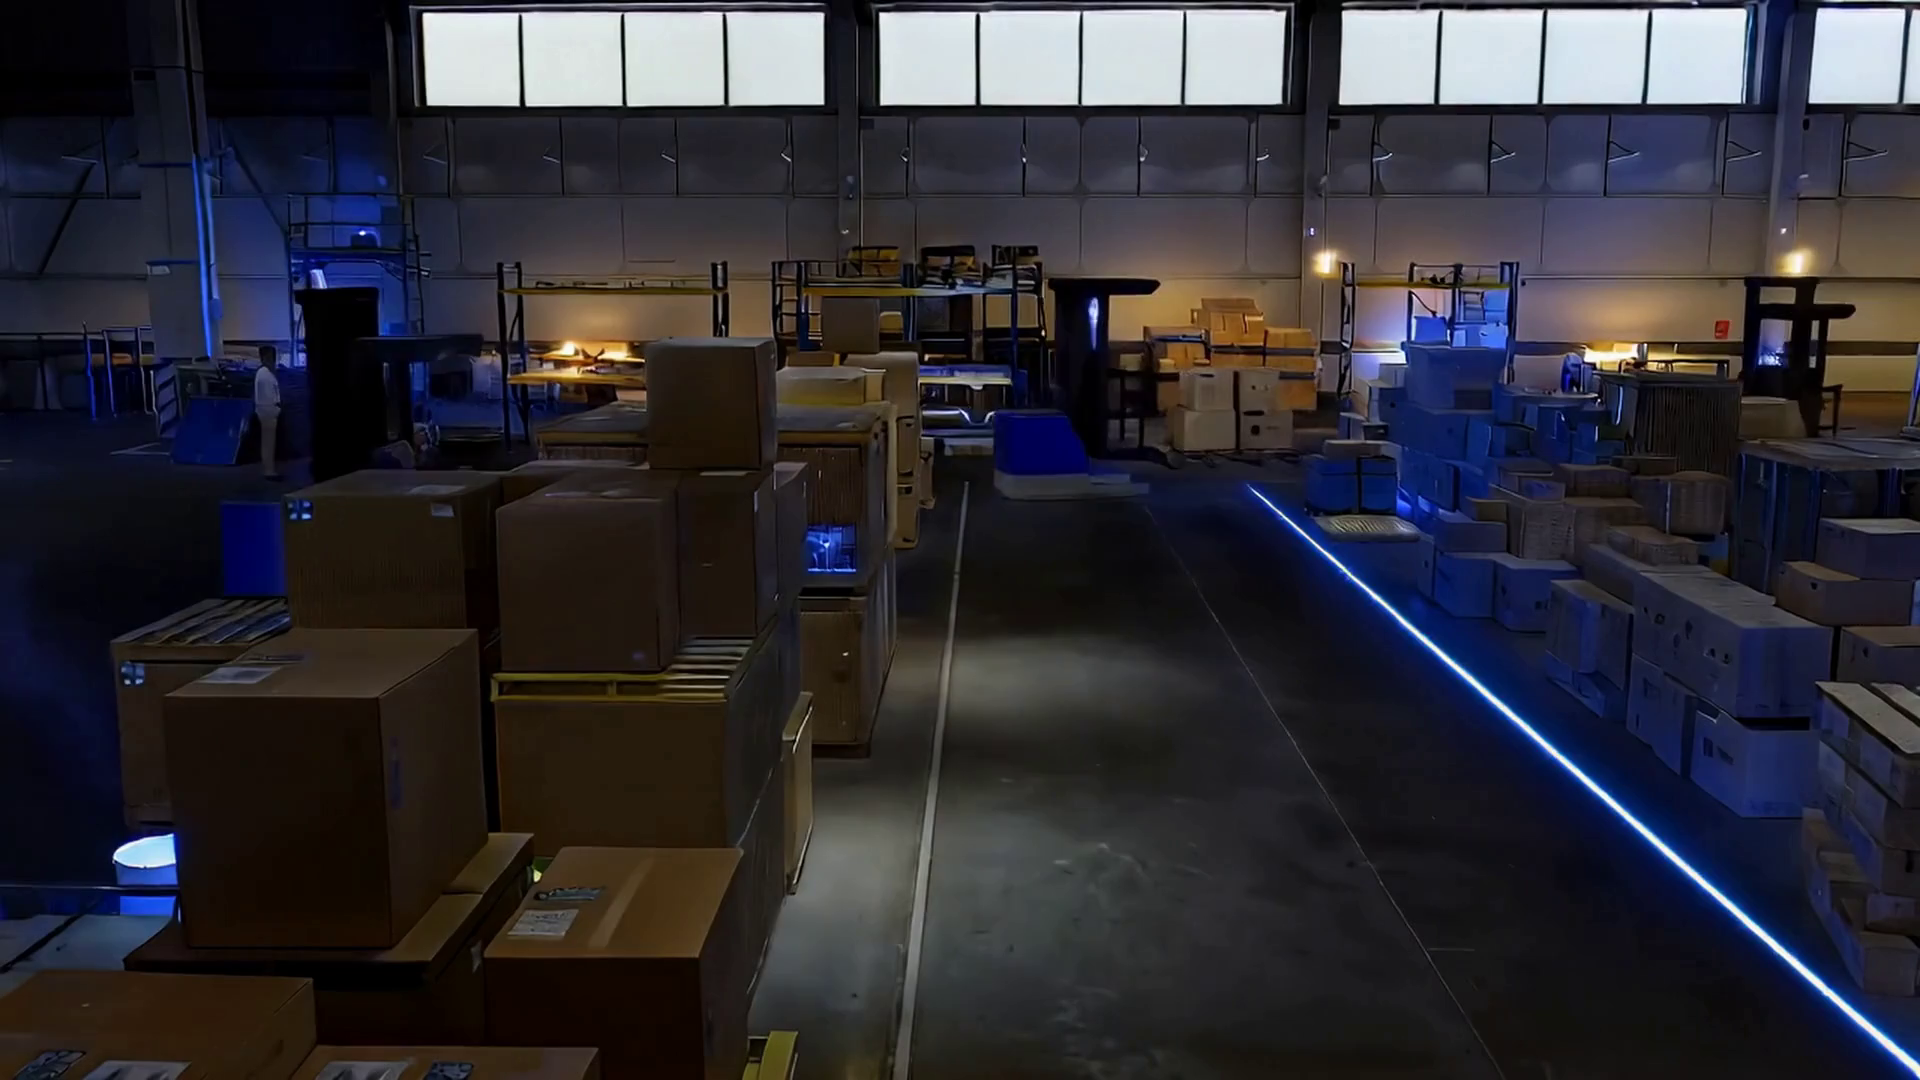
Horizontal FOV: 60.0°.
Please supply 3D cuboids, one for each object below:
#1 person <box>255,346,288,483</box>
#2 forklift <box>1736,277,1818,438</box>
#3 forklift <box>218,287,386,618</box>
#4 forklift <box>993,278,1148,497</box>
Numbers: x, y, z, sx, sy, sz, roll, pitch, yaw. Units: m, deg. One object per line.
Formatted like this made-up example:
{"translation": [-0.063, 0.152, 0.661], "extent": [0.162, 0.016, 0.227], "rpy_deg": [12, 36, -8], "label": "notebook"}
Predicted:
{"translation": [-9.540, -1.729, 22.974], "extent": [0.342, 1.881, 0.579], "rpy_deg": [-4, 10, -24], "label": "person"}
{"translation": [11.689, -2.387, 23.934], "extent": [1.873, 2.768, 1.129], "rpy_deg": [-6, 11, -31], "label": "forklift"}
{"translation": [-5.119, -0.712, 13.902], "extent": [1.873, 2.768, 1.129], "rpy_deg": [0, 9, 1], "label": "forklift"}
{"translation": [1.428, -2.018, 21.724], "extent": [1.873, 2.768, 1.129], "rpy_deg": [-1, 10, -8], "label": "forklift"}
